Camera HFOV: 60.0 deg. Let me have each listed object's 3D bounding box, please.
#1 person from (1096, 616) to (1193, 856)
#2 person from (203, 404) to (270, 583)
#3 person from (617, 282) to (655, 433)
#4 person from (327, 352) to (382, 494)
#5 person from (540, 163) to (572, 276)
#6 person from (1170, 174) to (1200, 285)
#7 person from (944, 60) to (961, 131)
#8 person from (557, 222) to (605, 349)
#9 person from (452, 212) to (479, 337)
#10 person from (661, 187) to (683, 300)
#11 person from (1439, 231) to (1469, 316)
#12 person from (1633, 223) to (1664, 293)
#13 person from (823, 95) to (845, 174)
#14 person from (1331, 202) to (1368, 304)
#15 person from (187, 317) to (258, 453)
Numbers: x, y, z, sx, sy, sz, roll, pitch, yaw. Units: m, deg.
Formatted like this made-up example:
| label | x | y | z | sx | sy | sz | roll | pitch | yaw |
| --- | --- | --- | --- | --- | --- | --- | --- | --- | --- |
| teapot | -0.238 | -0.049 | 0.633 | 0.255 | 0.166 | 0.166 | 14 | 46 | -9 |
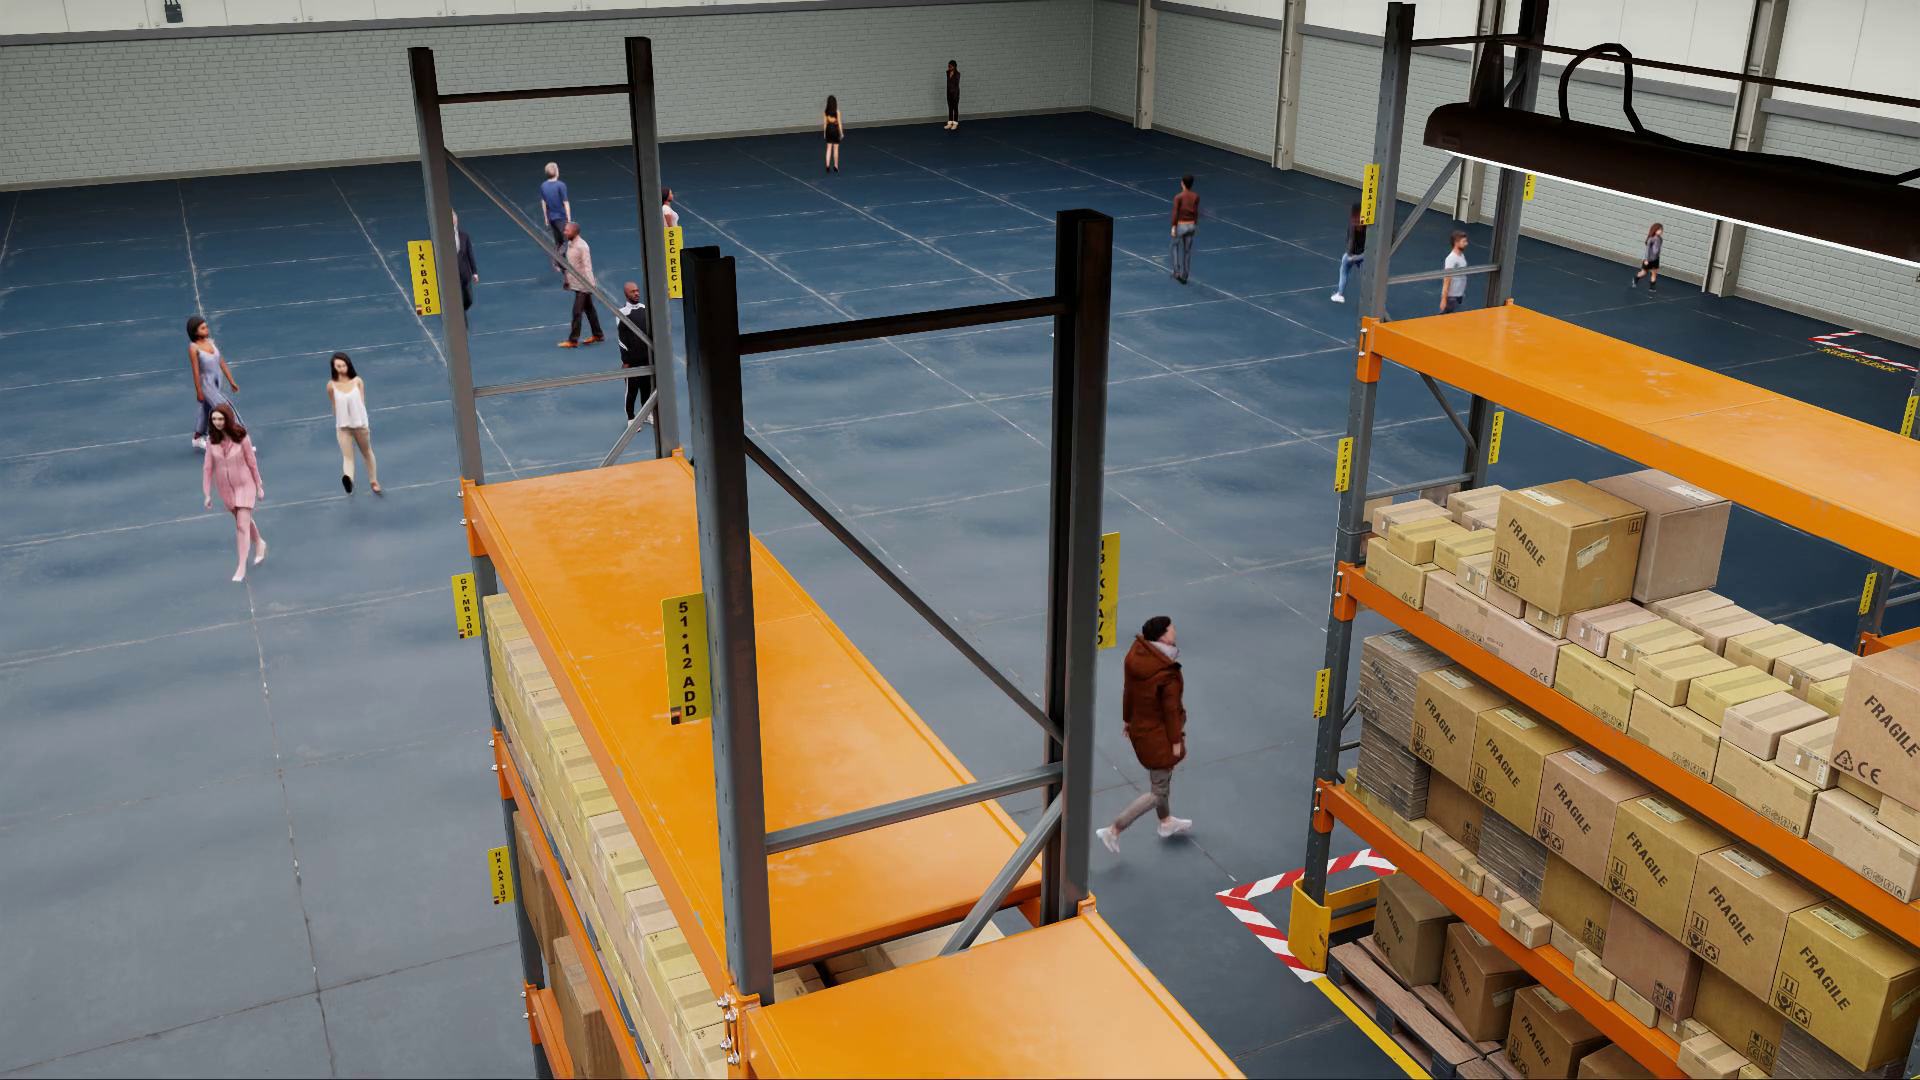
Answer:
| label | x | y | z | sx | sy | sz | roll | pitch | yaw |
| --- | --- | --- | --- | --- | --- | --- | --- | --- | --- |
| person | 1.324 | 1.411 | 11.769 | 0.751 | 1.816 | 1.020 | -10 | 25 | -23 |
| person | -7.074 | -0.506 | 16.361 | 0.965 | 1.749 | 1.226 | 0 | 23 | 1 |
| person | -3.974 | -2.284 | 20.442 | 0.707 | 1.828 | 0.739 | 18 | 29 | 35 |
| person | -6.609 | -1.215 | 18.171 | 0.595 | 1.638 | 0.885 | -9 | 25 | -21 |
| person | -6.645 | -5.242 | 27.360 | 0.950 | 1.858 | 0.996 | 10 | 25 | 23 |
| person | 3.683 | -5.017 | 26.948 | 0.697 | 1.765 | 0.688 | -7 | 24 | -16 |
| person | -0.160 | -11.085 | 41.351 | 0.701 | 1.661 | 0.758 | 6 | 24 | 15 |
| person | -5.309 | -3.645 | 23.710 | 0.865 | 1.776 | 0.971 | -14 | 27 | -30 |
| person | -7.354 | -3.919 | 24.332 | 0.734 | 1.792 | 1.080 | -12 | 26 | -27 |
| person | -4.591 | -4.706 | 26.249 | 0.643 | 1.740 | 0.456 | -9 | 25 | -20 |
| person | 6.672 | -3.321 | 22.877 | 1.255 | 1.831 | 1.100 | 12 | 26 | 26 |
| person | 11.075 | -4.543 | 26.694 | 0.489 | 1.092 | 0.732 | -10 | 25 | -22 |
| person | -2.743 | -8.755 | 35.892 | 0.630 | 1.645 | 0.685 | 8 | 24 | 17 |
| person | 6.188 | -4.375 | 25.652 | 0.718 | 1.599 | 1.101 | -14 | 27 | -29 |
| person | -8.857 | -1.785 | 19.494 | 1.061 | 1.651 | 1.118 | 4 | 23 | 9 |
